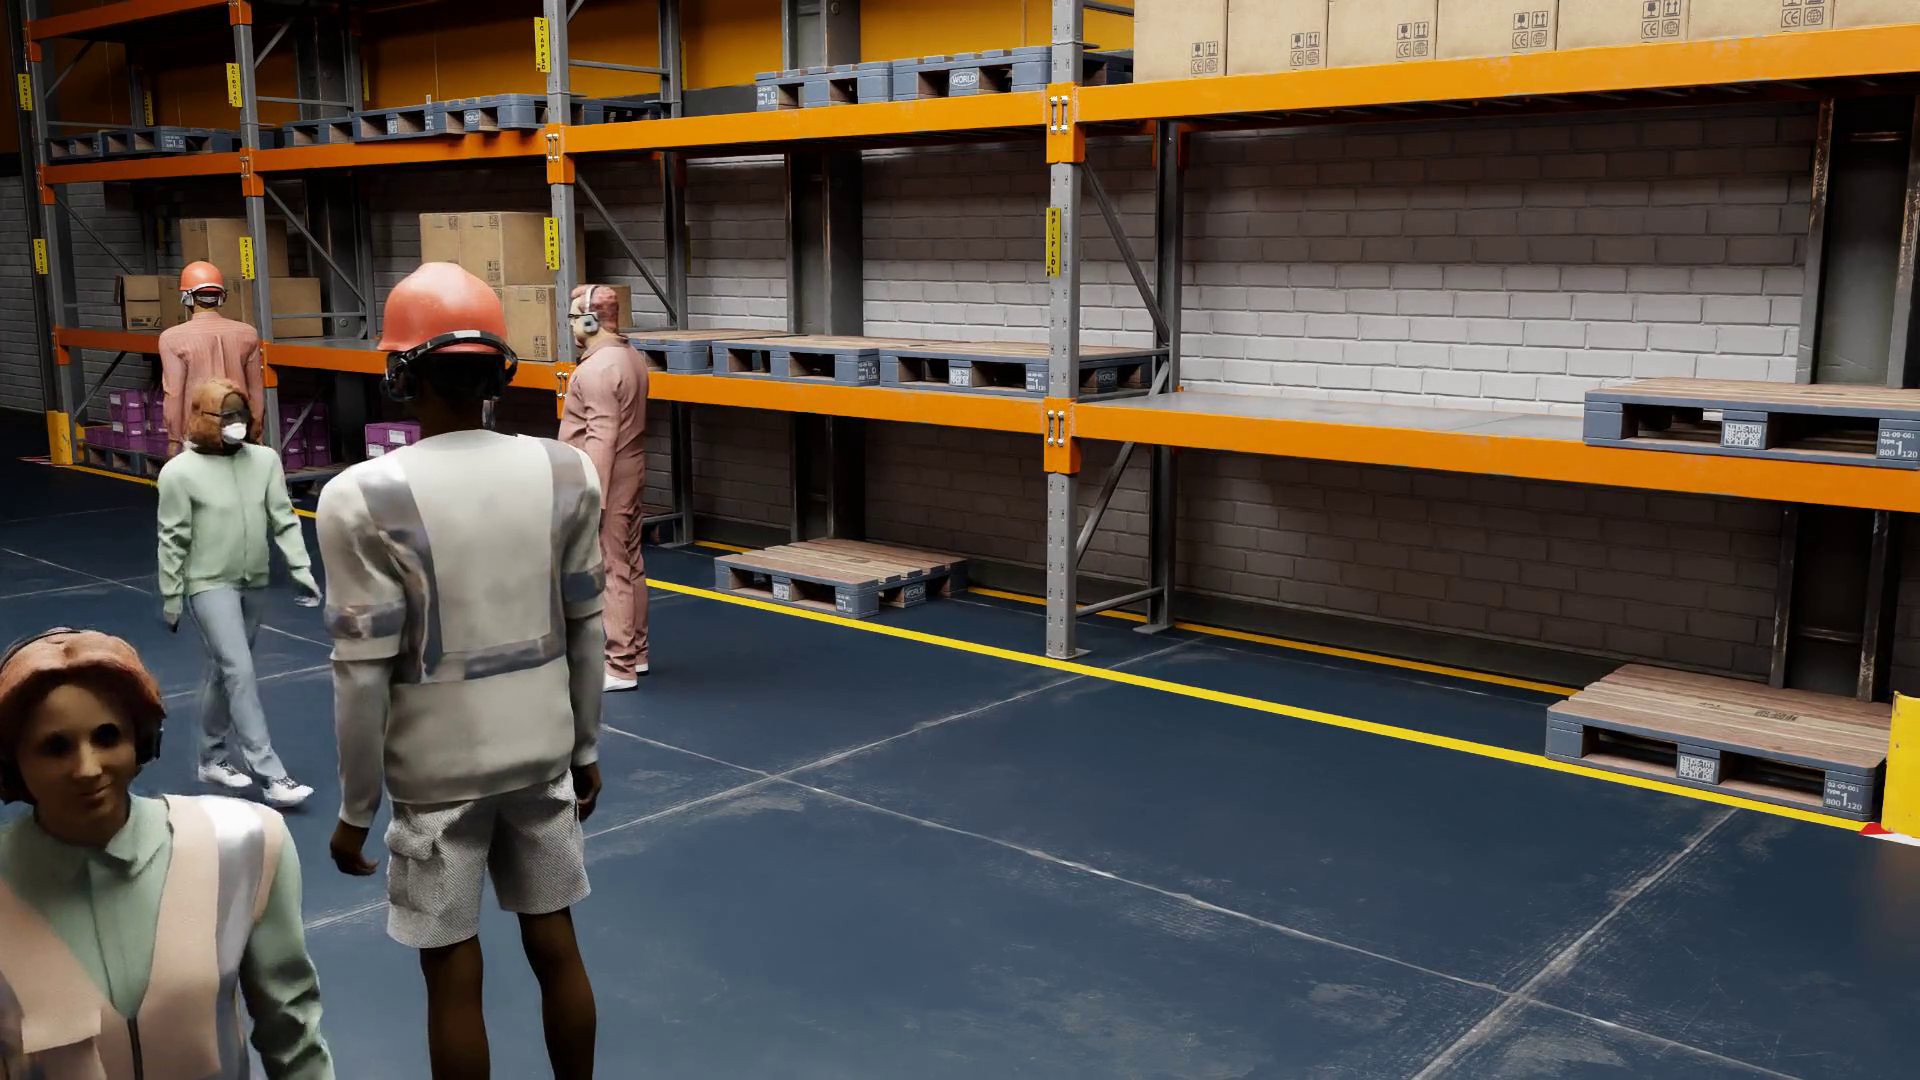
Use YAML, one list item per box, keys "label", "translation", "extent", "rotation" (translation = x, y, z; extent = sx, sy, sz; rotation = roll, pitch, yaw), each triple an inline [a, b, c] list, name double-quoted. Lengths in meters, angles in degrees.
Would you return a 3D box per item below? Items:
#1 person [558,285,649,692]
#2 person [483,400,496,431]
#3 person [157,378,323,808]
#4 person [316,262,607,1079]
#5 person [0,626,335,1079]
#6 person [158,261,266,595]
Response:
- label: "person"
  translation: [-1.677, -0.238, 7.825]
  extent: [0.404, 1.904, 0.652]
  rotation: [1, 10, 3]
- label: "person"
  translation: [-3.160, -0.688, 10.588]
  extent: [0.403, 1.833, 0.586]
  rotation: [2, 10, 11]
- label: "person"
  translation: [-2.656, 0.200, 6.216]
  extent: [0.802, 1.594, 0.502]
  rotation: [5, 11, 25]
- label: "person"
  translation: [-1.022, 0.456, 3.472]
  extent: [0.605, 2.045, 0.383]
  rotation: [-9, 13, -42]
- label: "person"
  translation: [-1.131, 0.883, 2.229]
  extent: [0.514, 1.621, 0.671]
  rotation: [-8, 13, -39]
- label: "person"
  translation: [-4.439, -0.650, 9.913]
  extent: [0.375, 1.995, 0.609]
  rotation: [8, 13, 39]
